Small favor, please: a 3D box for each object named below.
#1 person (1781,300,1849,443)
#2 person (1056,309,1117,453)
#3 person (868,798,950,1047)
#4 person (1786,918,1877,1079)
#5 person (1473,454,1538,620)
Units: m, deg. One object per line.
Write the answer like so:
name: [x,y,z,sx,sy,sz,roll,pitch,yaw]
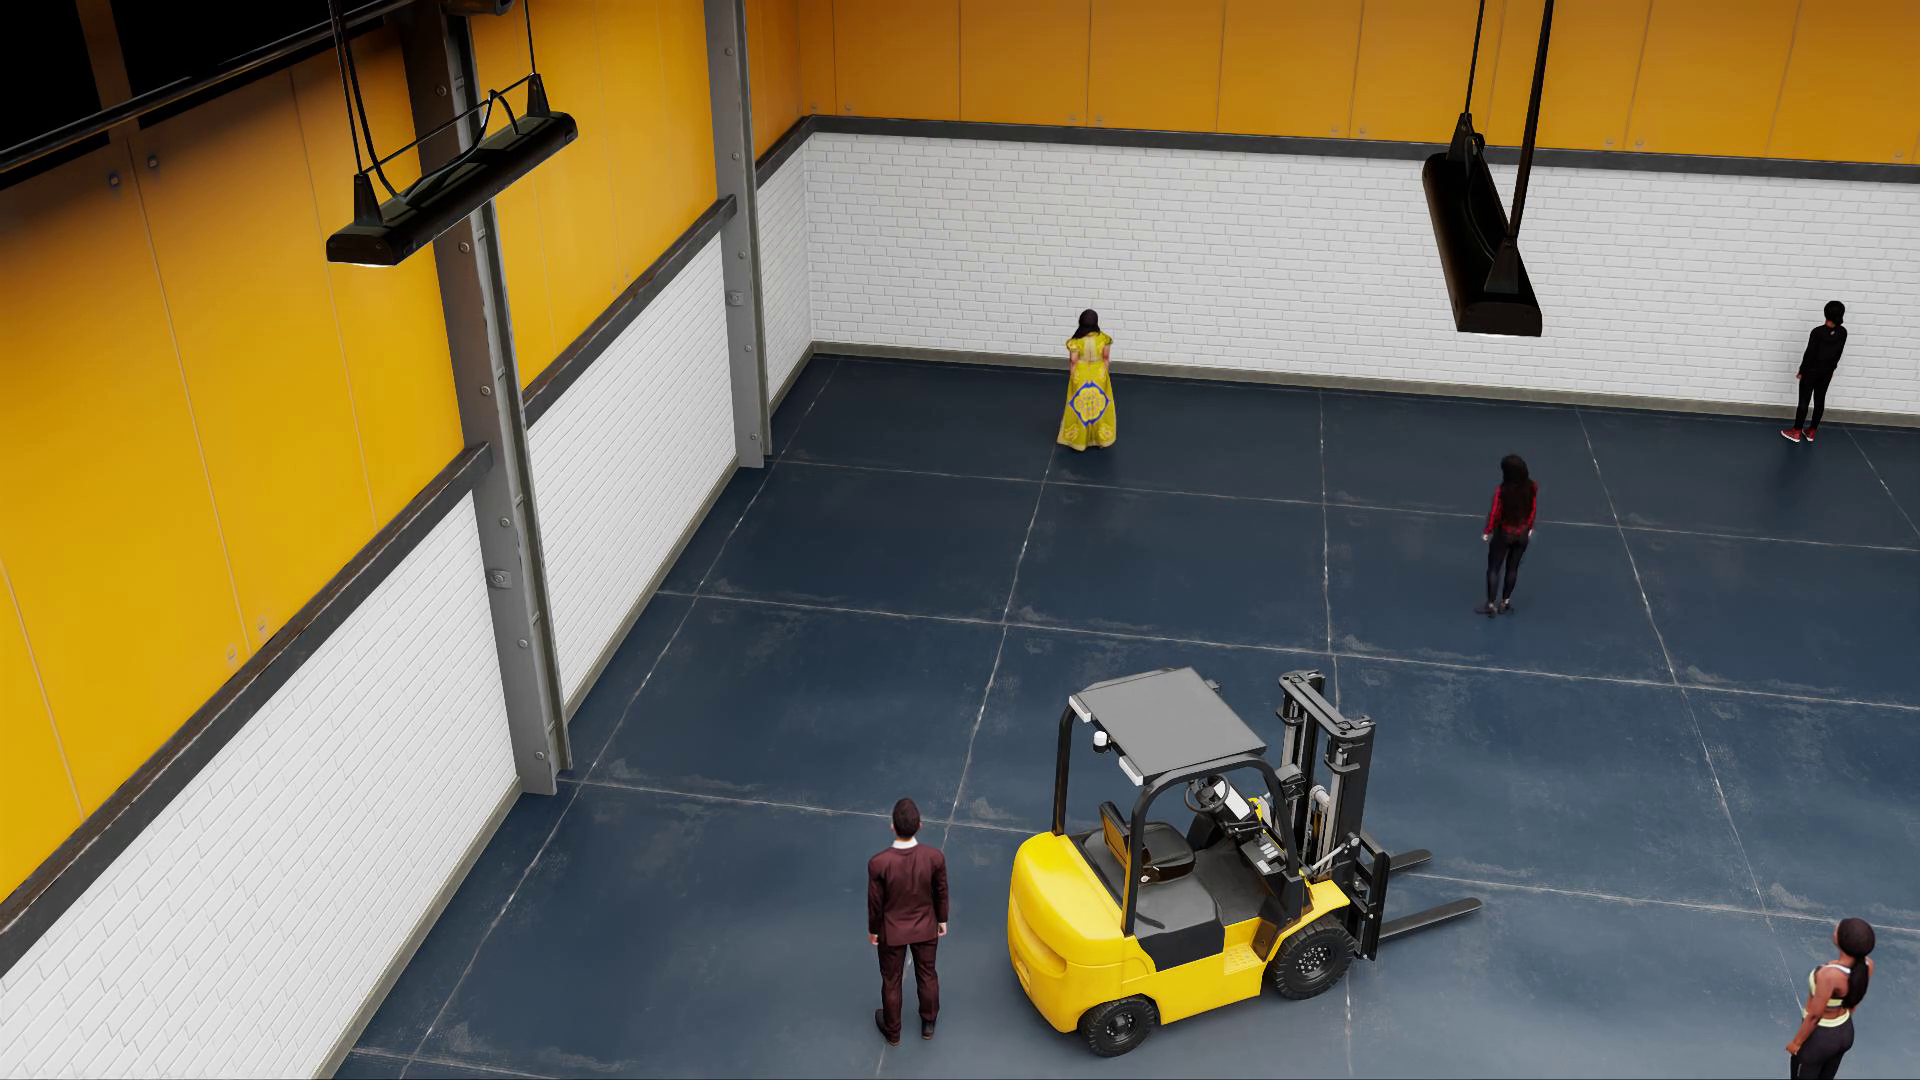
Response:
person: [9.652,-1.903,18.695,0.650,1.675,0.629,-3,29,-5]
person: [1.428,-1.780,18.487,0.971,1.660,0.943,-6,29,-10]
person: [-0.330,2.434,10.547,0.768,1.865,0.747,-7,29,-12]
person: [5.075,2.927,9.758,0.643,1.755,0.670,-11,31,-20]
person: [5.100,-0.048,15.330,0.685,1.641,0.655,3,29,6]
